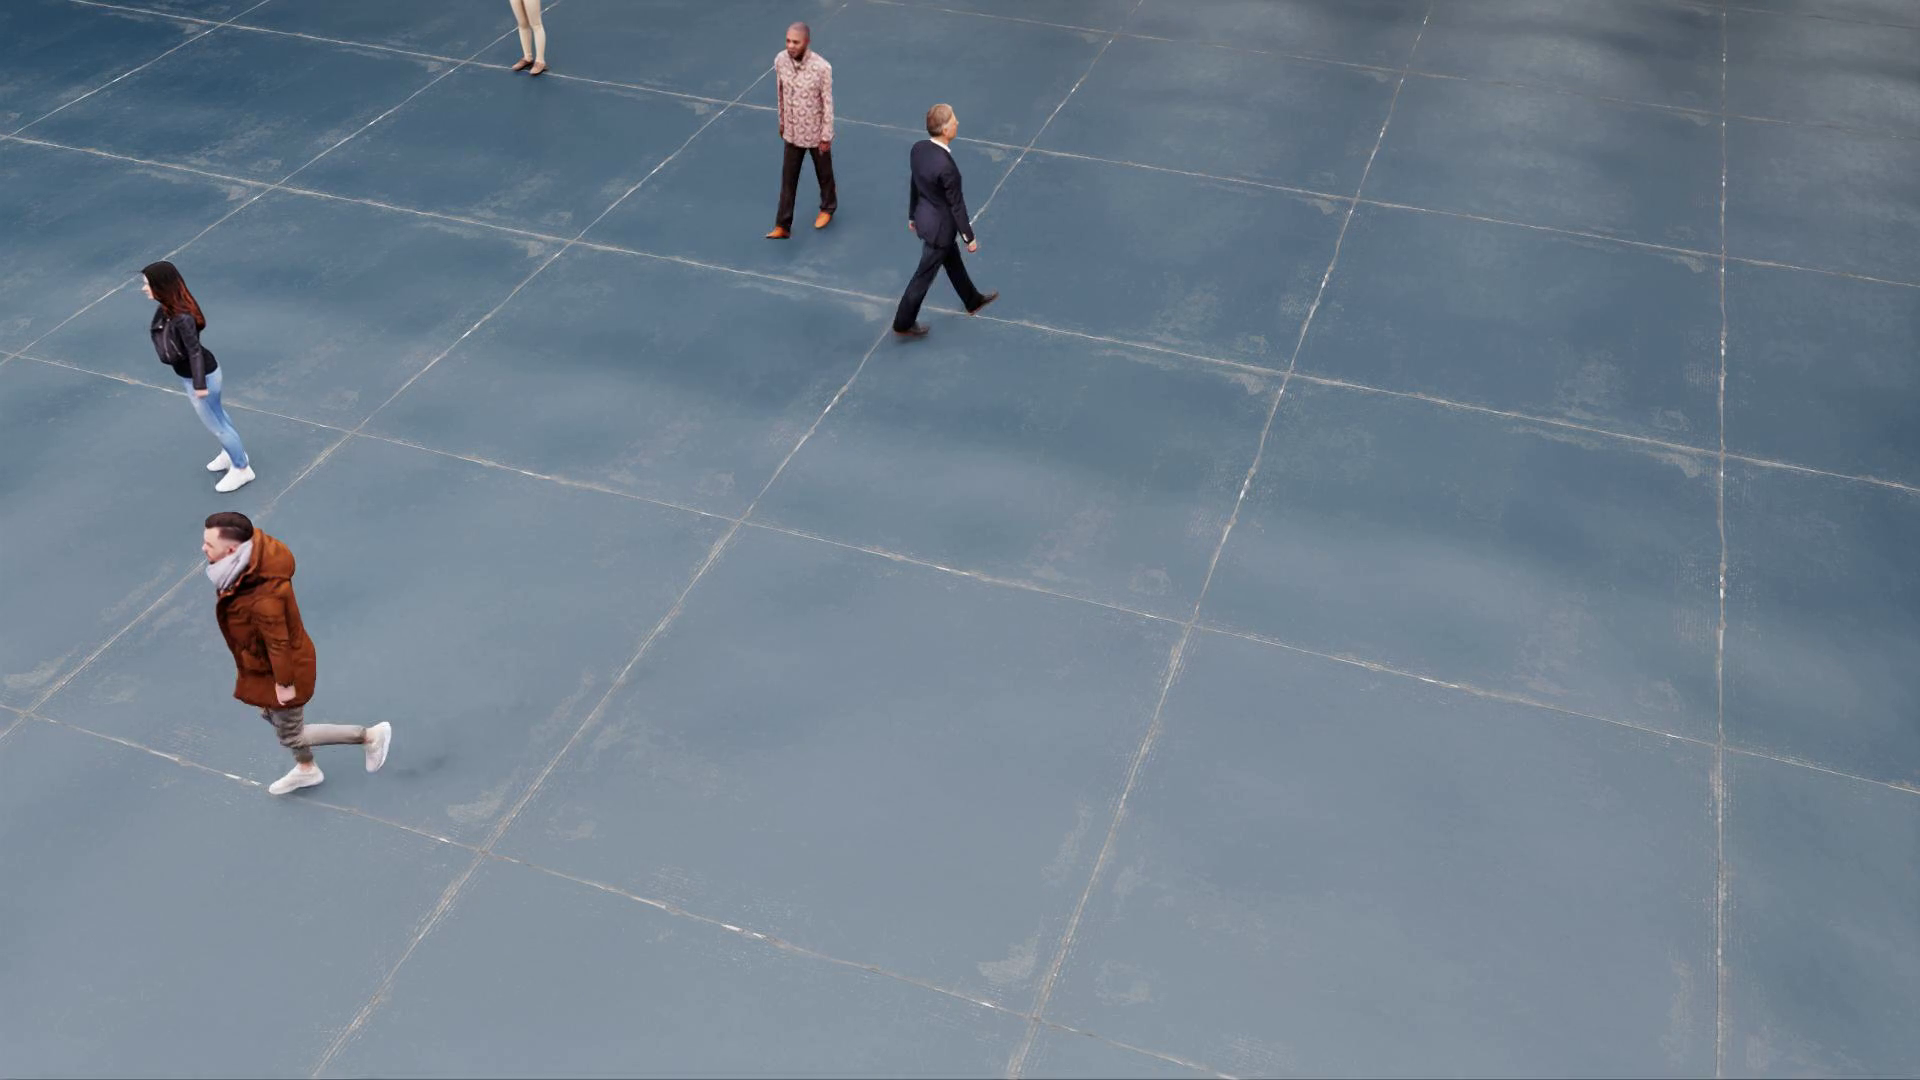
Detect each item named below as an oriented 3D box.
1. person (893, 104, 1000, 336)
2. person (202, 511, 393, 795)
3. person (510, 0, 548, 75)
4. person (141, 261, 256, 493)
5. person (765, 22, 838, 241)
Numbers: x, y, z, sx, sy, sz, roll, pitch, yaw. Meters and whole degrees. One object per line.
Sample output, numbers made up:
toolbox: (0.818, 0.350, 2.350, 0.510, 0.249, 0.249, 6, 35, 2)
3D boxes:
person: (-0.238, -2.280, 12.137, 1.246, 1.769, 1.189, -16, 41, -19)
person: (-3.367, 0.594, 8.424, 1.064, 1.819, 0.982, -21, 43, -25)
person: (-4.262, -5.424, 16.251, 0.636, 1.651, 0.574, 13, 40, 16)
person: (-4.912, -1.074, 10.711, 0.753, 1.628, 0.717, -21, 43, -25)
person: (-1.197, -3.348, 13.500, 0.736, 1.772, 1.084, 14, 40, 18)
